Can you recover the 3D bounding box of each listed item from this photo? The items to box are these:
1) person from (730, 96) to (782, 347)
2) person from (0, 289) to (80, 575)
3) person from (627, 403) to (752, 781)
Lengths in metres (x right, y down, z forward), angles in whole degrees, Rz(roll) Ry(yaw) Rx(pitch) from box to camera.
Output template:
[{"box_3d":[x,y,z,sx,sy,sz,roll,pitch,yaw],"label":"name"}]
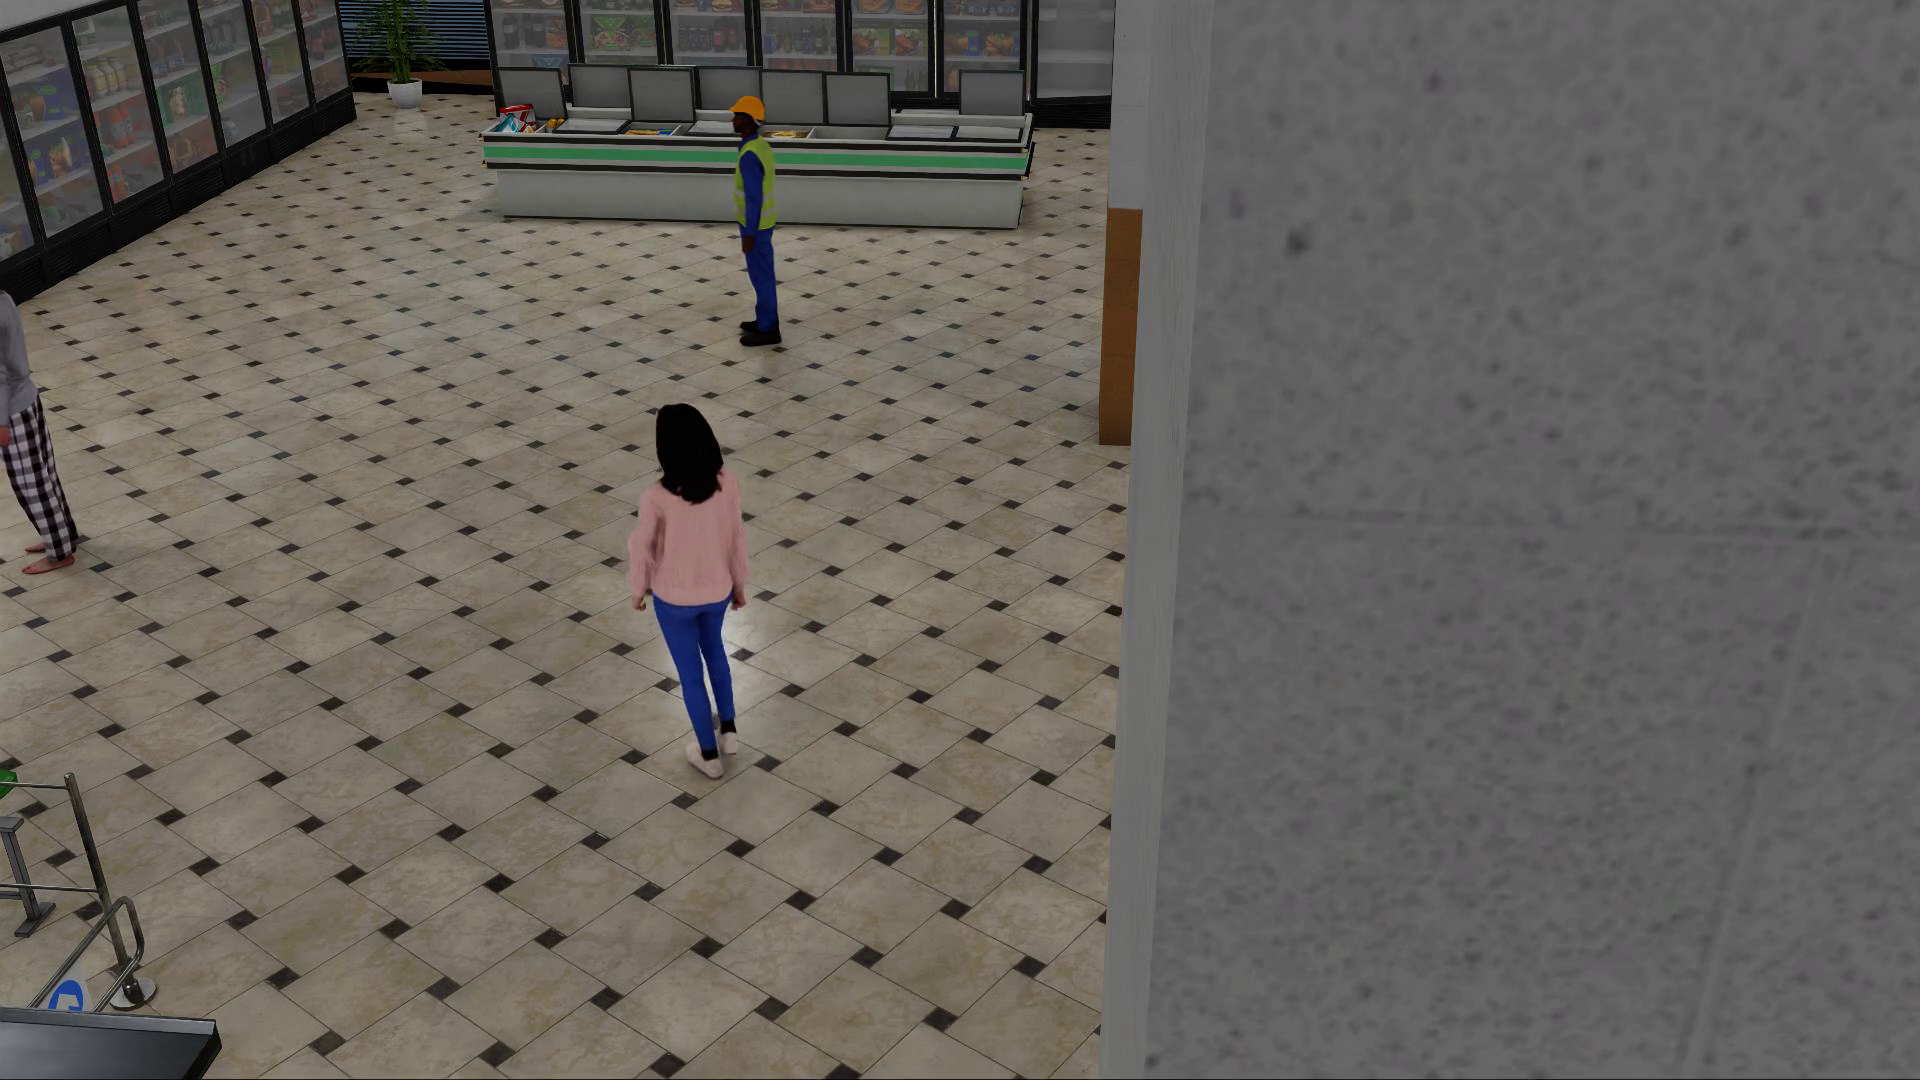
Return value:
[{"box_3d":[-1.488,-2.326,12.143,0.597,1.813,0.673,0,27,0],"label":"person"},{"box_3d":[-5.084,-0.717,8.932,0.678,1.847,0.698,-9,28,-17],"label":"person"},{"box_3d":[-1.105,0.278,7.068,0.738,1.759,0.821,-16,31,-28],"label":"person"}]
